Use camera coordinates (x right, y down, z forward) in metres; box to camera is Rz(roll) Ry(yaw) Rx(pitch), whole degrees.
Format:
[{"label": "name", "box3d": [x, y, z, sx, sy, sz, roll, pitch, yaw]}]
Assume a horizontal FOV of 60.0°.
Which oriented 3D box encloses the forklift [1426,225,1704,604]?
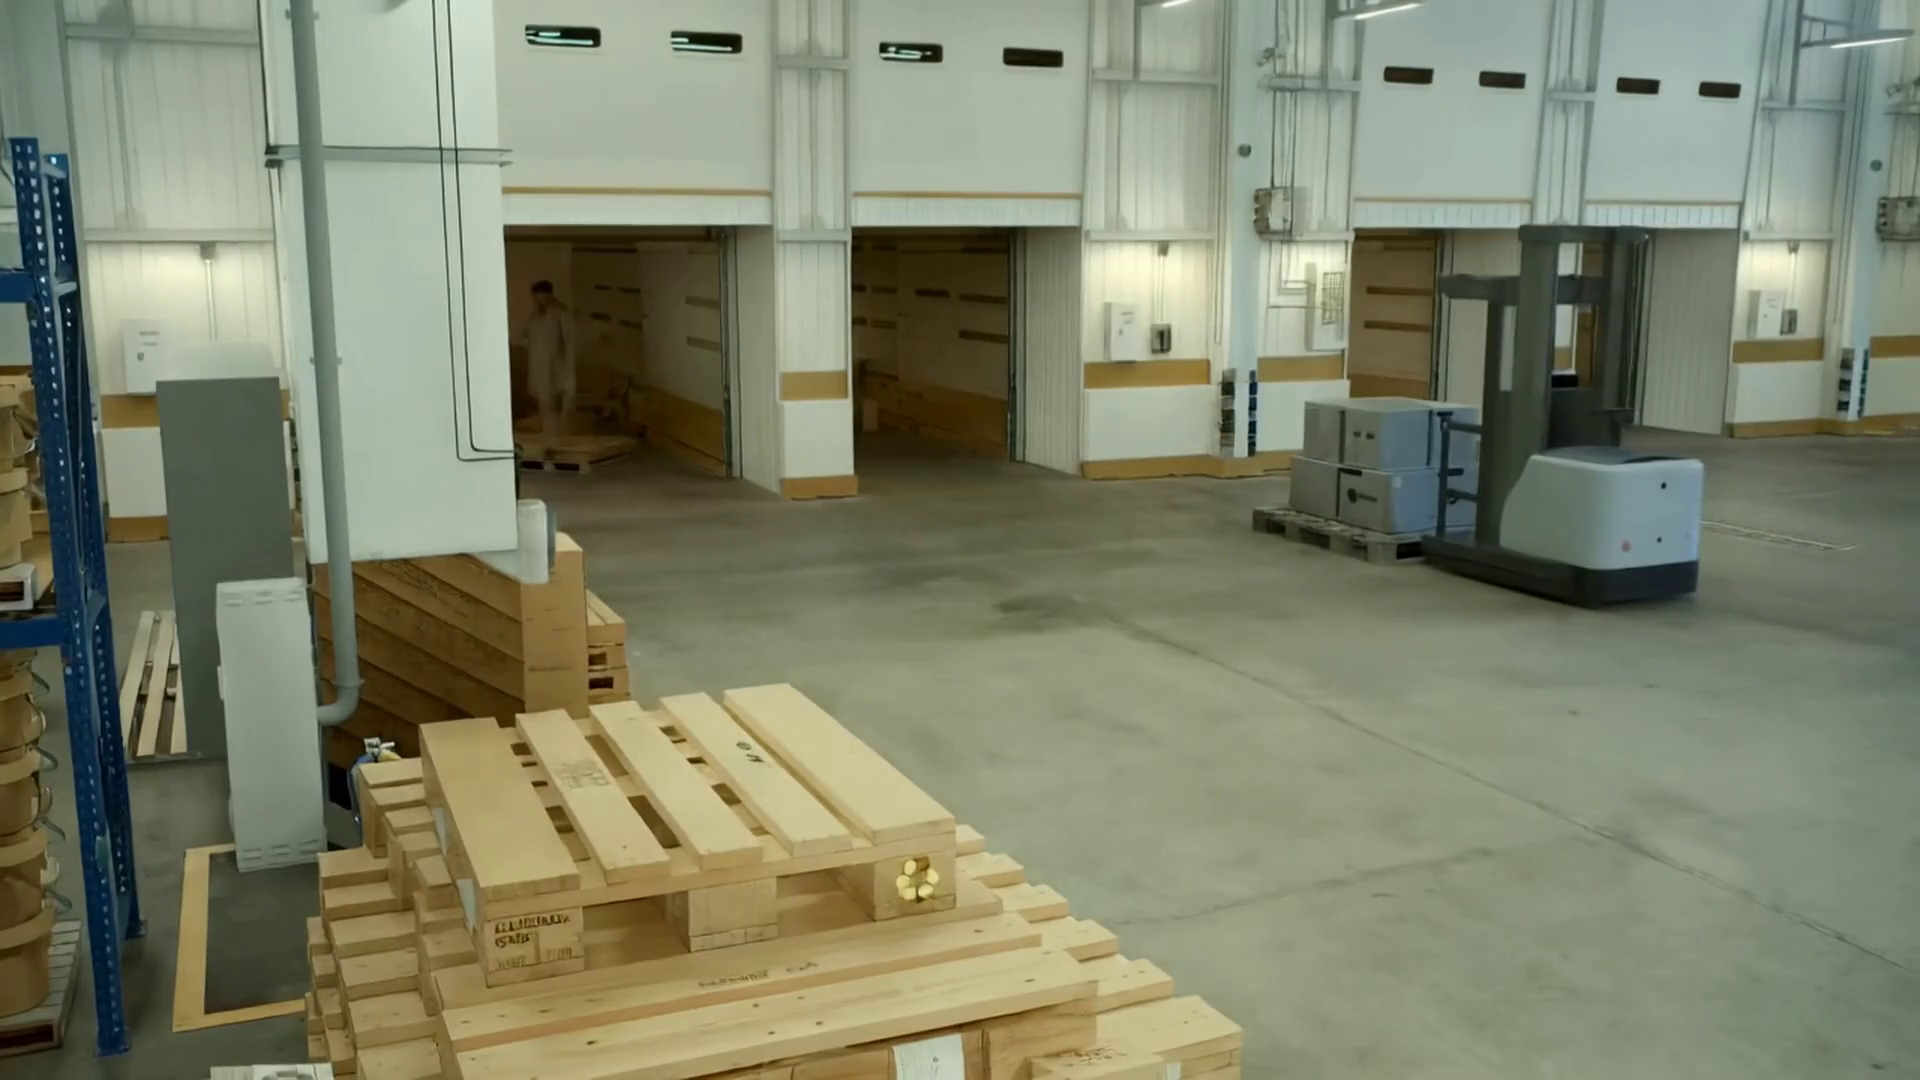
[{"label": "forklift", "box3d": [4.755, -1.046, 12.953, 1.129, 2.768, 1.873, -4, 11, -23]}]
